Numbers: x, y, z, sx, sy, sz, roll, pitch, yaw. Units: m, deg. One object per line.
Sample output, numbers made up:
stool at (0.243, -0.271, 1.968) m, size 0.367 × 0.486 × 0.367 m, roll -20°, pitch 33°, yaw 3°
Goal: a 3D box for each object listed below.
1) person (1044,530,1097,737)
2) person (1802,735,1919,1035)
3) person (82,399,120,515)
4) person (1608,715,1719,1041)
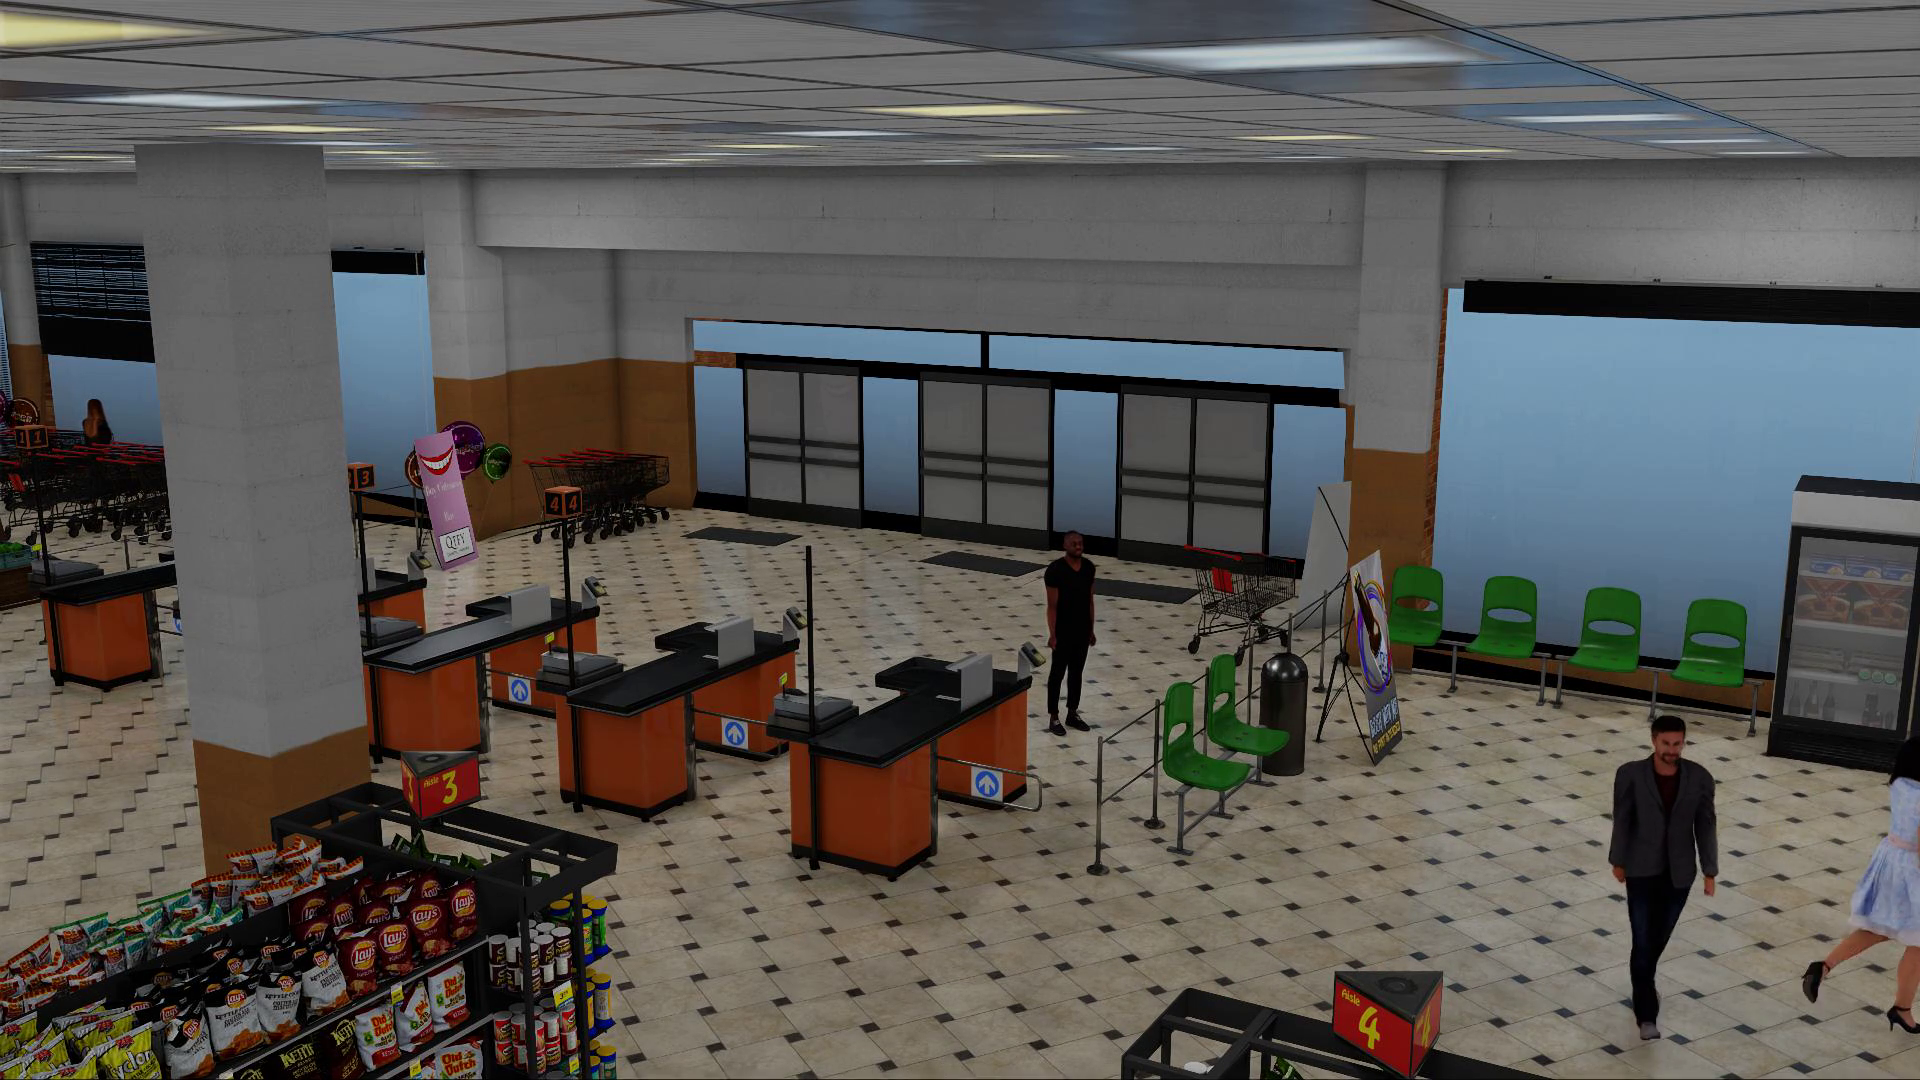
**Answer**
person at (0.972, 0.801, 14.733) m, size 0.691 × 1.819 × 0.811 m, roll -6°, pitch 14°, yaw -28°
person at (5.197, 1.954, 9.322) m, size 1.047 × 1.793 × 1.076 m, roll 0°, pitch 12°, yaw -2°
person at (-12.791, -1.238, 24.681) m, size 0.616 × 1.710 × 0.578 m, roll 5°, pitch 13°, yaw 21°
person at (4.010, 1.889, 9.574) m, size 1.003 × 1.815 × 1.287 m, roll 2°, pitch 12°, yaw 8°
